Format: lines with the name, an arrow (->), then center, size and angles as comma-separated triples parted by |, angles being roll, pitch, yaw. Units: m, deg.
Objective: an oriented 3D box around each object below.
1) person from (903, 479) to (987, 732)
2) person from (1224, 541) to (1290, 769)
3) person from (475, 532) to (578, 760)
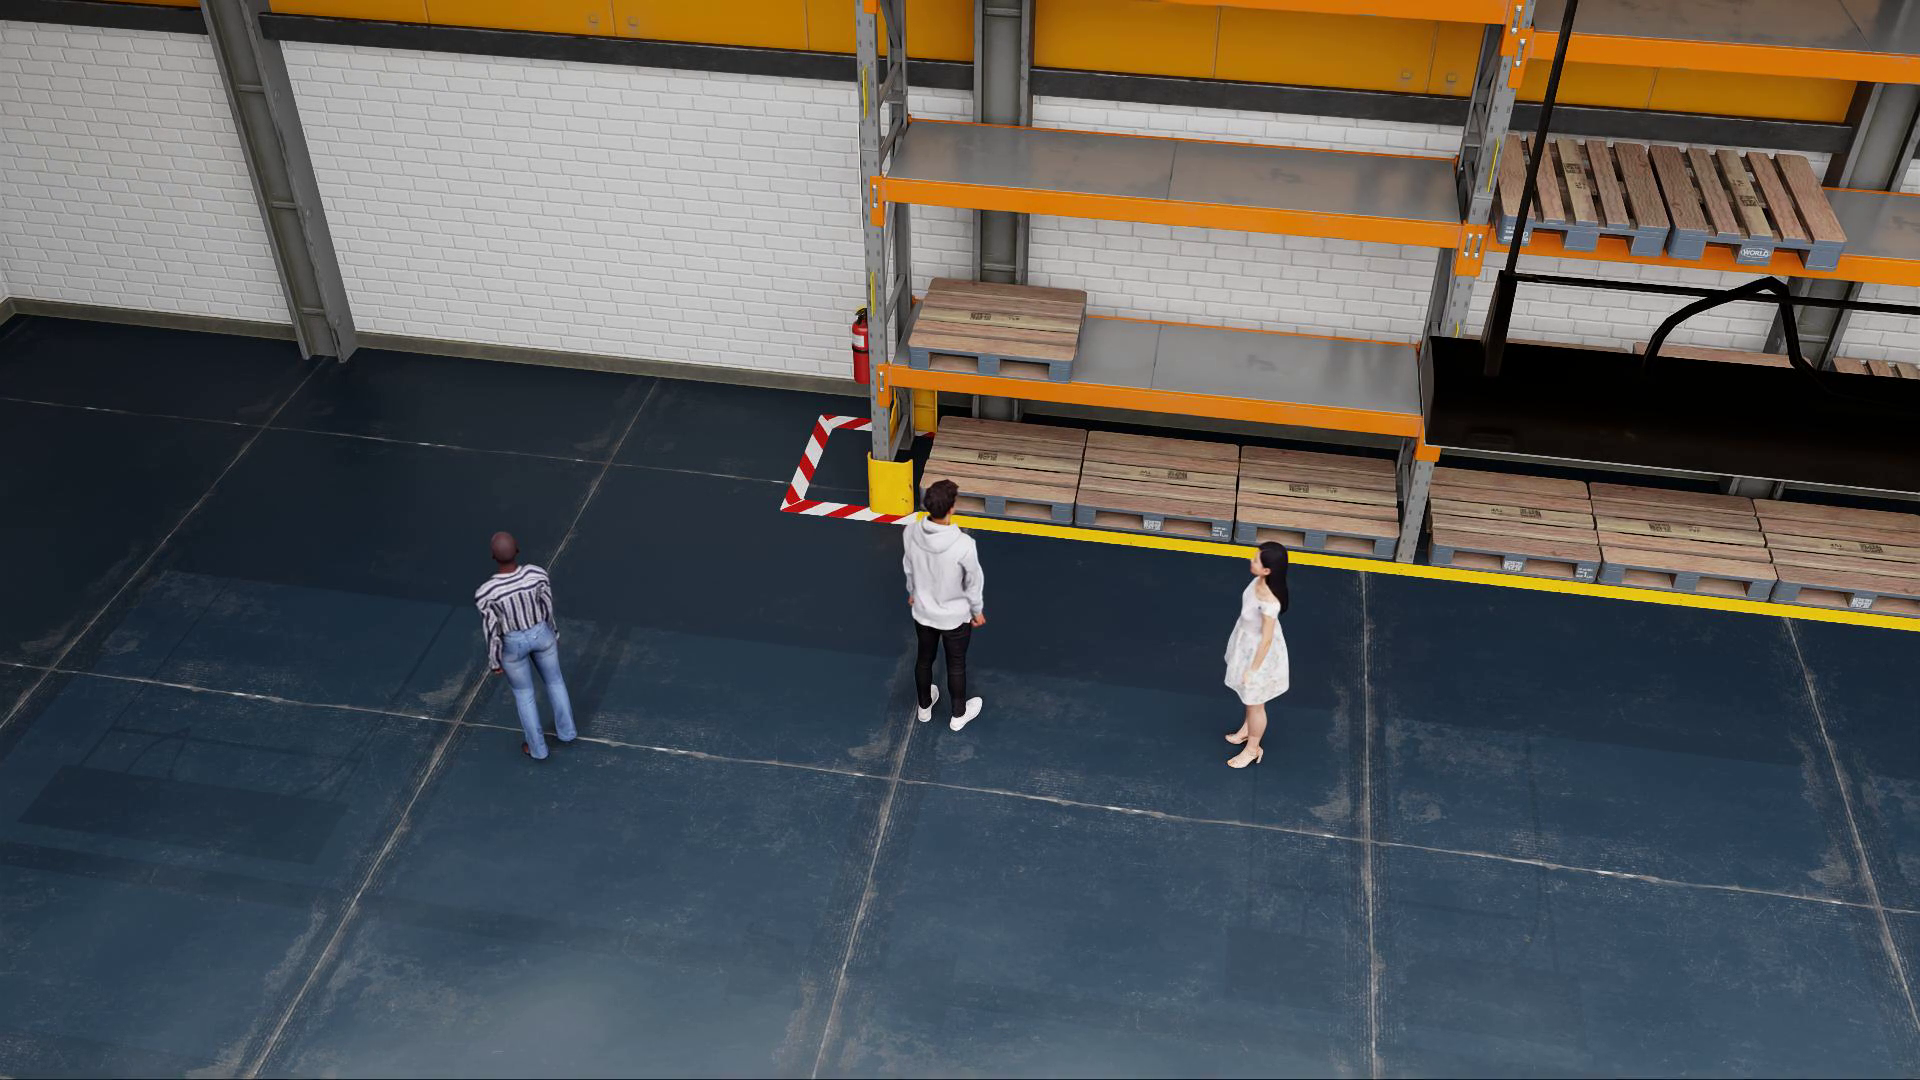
person -> -0.116, 0.425, 10.601 | 0.610, 1.930, 0.793 | 14, 41, 17
person -> 1.848, 0.716, 10.362 | 0.622, 1.774, 0.639 | 5, 39, 7
person -> -2.707, 0.670, 10.402 | 0.689, 1.796, 0.744 | -25, 45, -27
